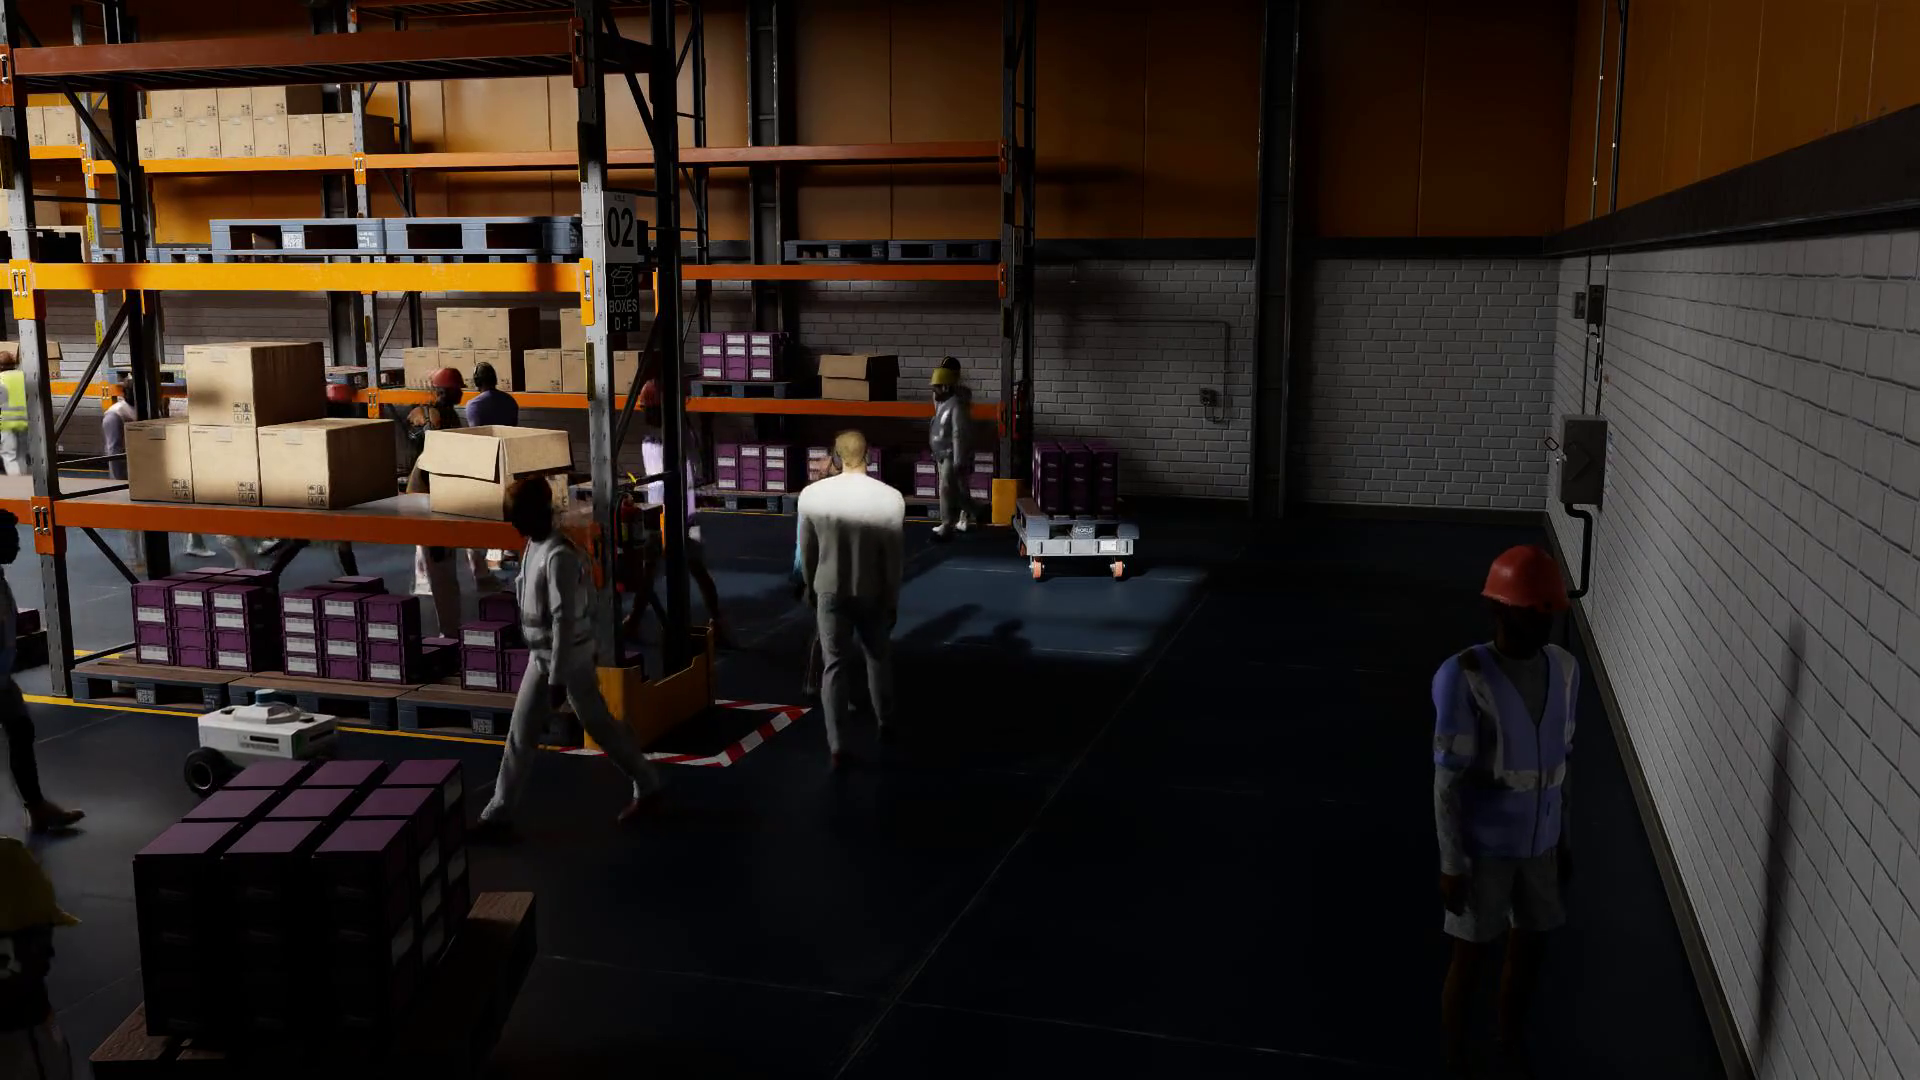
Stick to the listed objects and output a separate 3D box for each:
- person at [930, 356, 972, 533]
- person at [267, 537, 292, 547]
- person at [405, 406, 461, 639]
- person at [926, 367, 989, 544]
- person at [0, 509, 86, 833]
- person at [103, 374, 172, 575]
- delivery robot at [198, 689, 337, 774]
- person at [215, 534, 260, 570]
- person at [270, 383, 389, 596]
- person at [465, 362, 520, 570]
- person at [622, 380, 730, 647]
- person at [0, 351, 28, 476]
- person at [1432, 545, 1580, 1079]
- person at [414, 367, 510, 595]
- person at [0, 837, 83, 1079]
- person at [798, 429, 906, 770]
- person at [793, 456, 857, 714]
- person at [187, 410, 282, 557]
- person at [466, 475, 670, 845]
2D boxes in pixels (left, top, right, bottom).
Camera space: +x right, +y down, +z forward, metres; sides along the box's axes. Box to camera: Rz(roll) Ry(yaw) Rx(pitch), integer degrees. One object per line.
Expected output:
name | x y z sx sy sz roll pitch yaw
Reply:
person | -0.099 -1.004 17.624 0.521 1.871 0.334 -8 12 -39
person | -6.851 -0.809 16.753 0.328 1.765 0.532 -7 11 -35
person | -3.744 -0.042 11.875 0.428 1.837 0.625 -2 10 -13
person | -0.026 -0.861 16.962 0.656 1.807 0.612 -3 10 -18
person | -4.648 0.674 8.028 0.675 1.658 0.554 -3 10 -18
person | -7.530 -0.609 15.301 0.429 1.841 0.633 3 10 16
delivery robot | -3.691 1.039 8.875 0.707 0.478 0.477 3 10 19
person | -6.195 -0.317 14.228 0.659 1.615 0.535 5 11 30
person | -5.413 -0.378 13.890 1.047 1.862 0.555 -4 10 -22
person | -4.348 -0.683 15.476 0.375 1.931 0.628 4 10 24
person | -2.153 -0.185 12.289 1.039 1.993 0.616 5 10 26
person | -11.384 -1.337 19.833 0.688 1.809 0.664 4 10 25
person | 1.787 0.973 5.400 0.555 1.932 0.381 -4 10 -21
person | -4.296 -0.486 14.194 0.911 1.954 0.630 1 9 8
person | -1.729 1.439 3.042 0.661 1.781 0.625 -1 9 -4
person | -0.614 0.306 9.588 0.631 1.880 0.964 0 9 2
person | -0.766 0.275 10.587 0.674 1.611 0.521 7 11 36
person | -7.102 -0.730 15.989 0.970 1.862 0.593 3 10 19
person | -1.945 0.570 8.207 1.074 1.824 0.593 -6 11 -31
